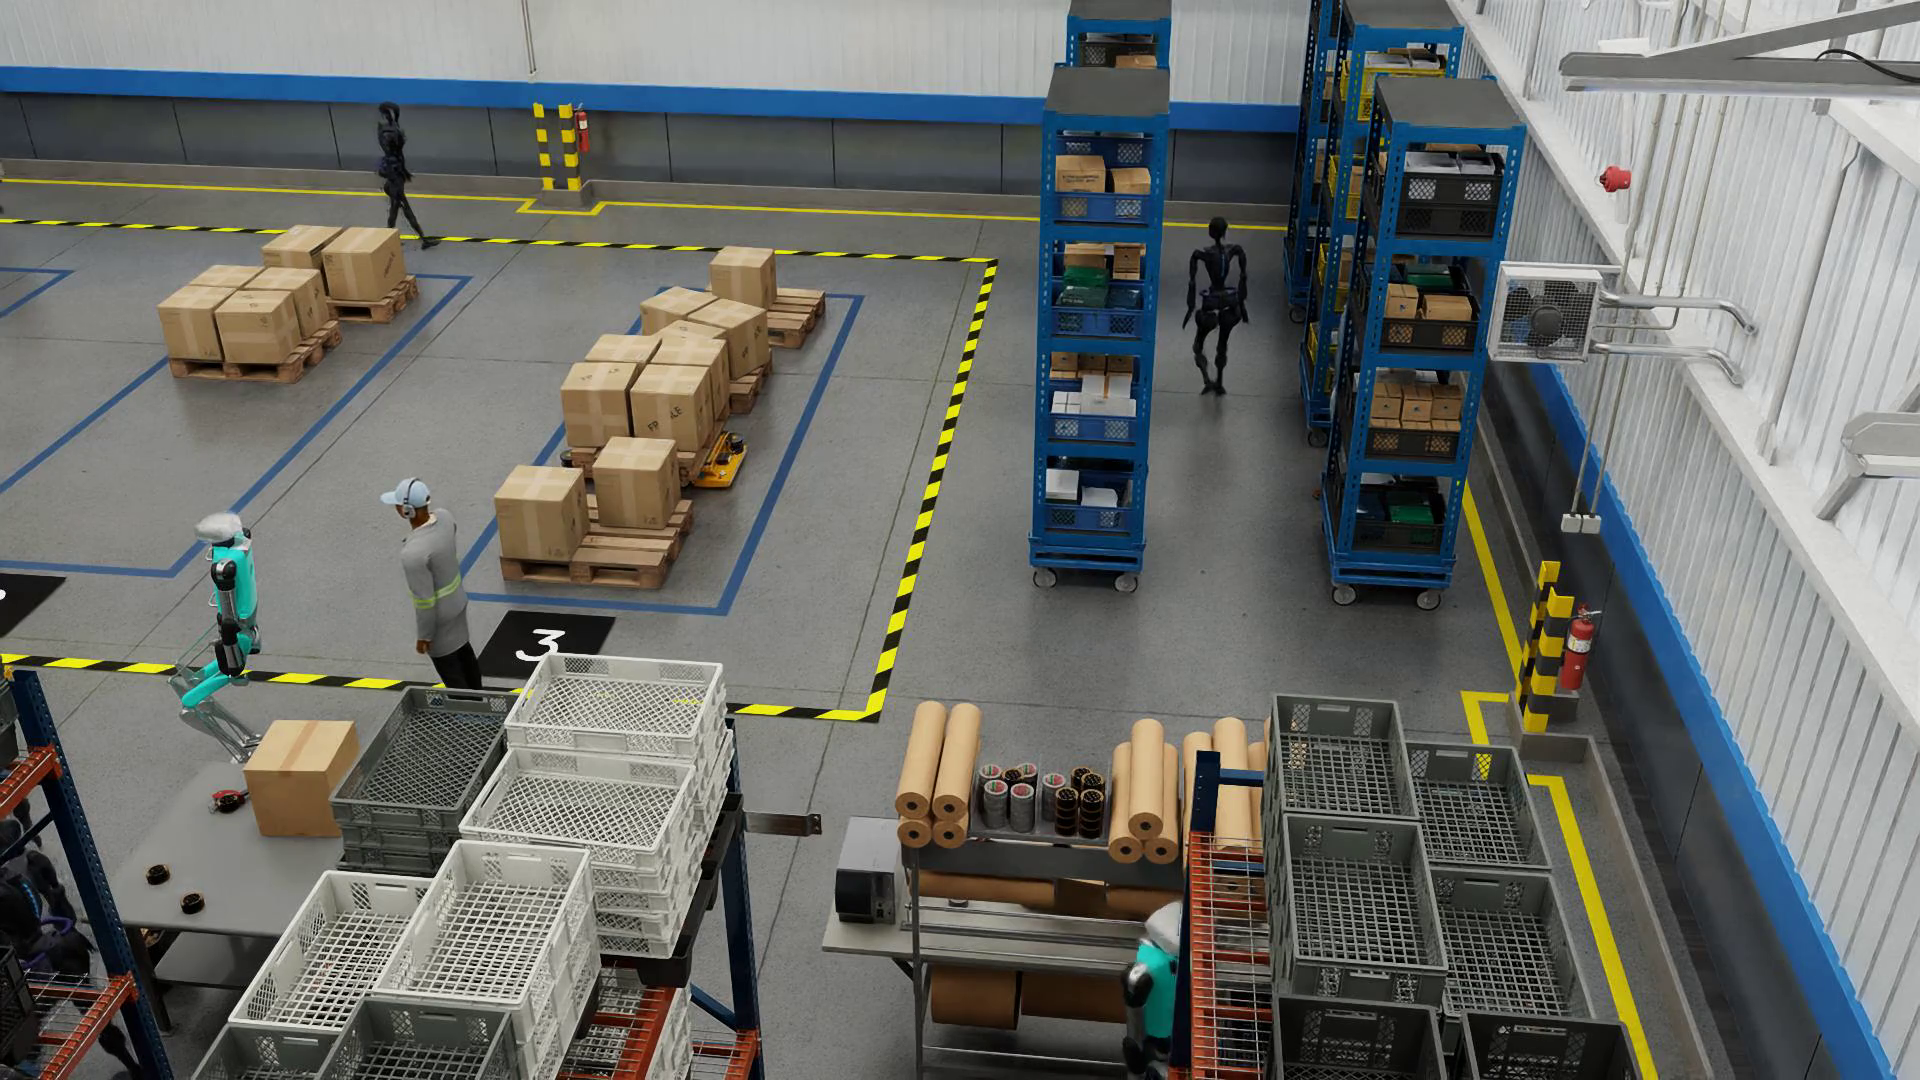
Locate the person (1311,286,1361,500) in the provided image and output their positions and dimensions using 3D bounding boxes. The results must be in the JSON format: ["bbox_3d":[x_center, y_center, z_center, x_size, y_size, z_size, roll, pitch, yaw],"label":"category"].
[{"bbox_3d":[3.056,-1.111,12.937,0.371,1.932,0.620,-6,31,-10],"label":"person"}]

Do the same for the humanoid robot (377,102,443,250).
[{"bbox_3d":[-6.093,-3.977,18.137,0.728,1.627,0.615,-2,30,-3],"label":"humanoid robot"}]

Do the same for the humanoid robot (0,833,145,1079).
[{"bbox_3d":[-4.369,2.010,7.870,0.769,1.623,0.612,6,31,11],"label":"humanoid robot"}]

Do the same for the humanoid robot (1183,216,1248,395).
[{"bbox_3d":[2.312,-2.059,14.803,0.608,1.639,0.441,-8,31,-13],"label":"humanoid robot"}]

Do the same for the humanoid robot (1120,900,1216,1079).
[{"bbox_3d":[1.084,2.421,7.141,0.845,1.852,0.541,26,39,37],"label":"humanoid robot"}]

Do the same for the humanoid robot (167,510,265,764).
[{"bbox_3d":[-4.523,0.617,10.021,0.735,1.677,0.533,-5,31,-8],"label":"humanoid robot"}]

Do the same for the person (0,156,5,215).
[{"bbox_3d":[-11.157,-4.497,18.812,0.449,1.869,0.577,20,36,31],"label":"person"}]

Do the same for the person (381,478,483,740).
[{"bbox_3d":[-3.266,0.440,10.345,0.398,1.852,0.589,3,30,5],"label":"person"}]

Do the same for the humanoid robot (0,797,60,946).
[{"bbox_3d":[-5.186,1.461,8.765,0.596,1.652,0.411,-2,30,-4],"label":"humanoid robot"}]

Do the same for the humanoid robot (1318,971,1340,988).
[{"bbox_3d":[1.428,2.408,7.168,0.452,1.641,0.601,-2,30,-4],"label":"humanoid robot"}]

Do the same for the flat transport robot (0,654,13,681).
[{"bbox_3d":[-7.142,0.969,11.010,1.431,0.231,0.659,3,30,6],"label":"flat transport robot"}]

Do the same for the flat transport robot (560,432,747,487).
[{"bbox_3d":[-2.554,-0.707,13.861,1.431,0.197,0.652,3,30,6],"label":"flat transport robot"}]
